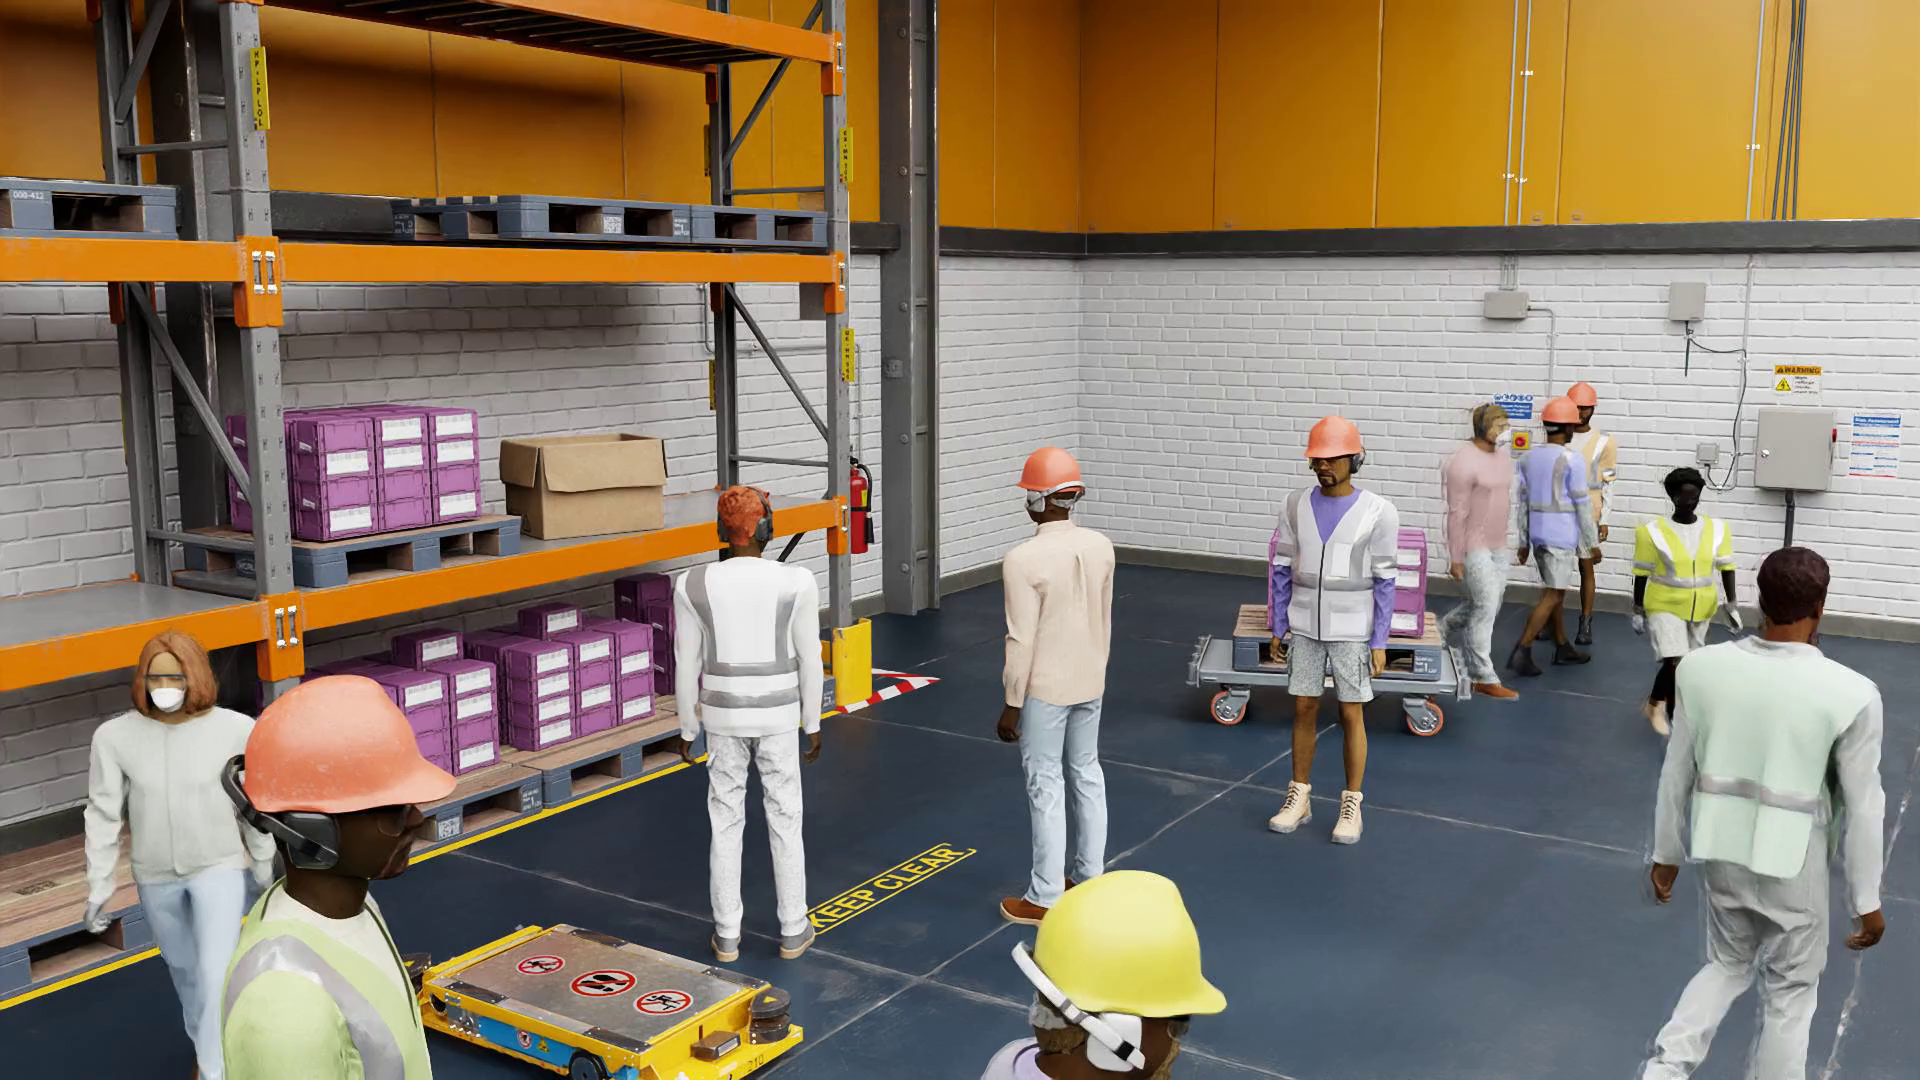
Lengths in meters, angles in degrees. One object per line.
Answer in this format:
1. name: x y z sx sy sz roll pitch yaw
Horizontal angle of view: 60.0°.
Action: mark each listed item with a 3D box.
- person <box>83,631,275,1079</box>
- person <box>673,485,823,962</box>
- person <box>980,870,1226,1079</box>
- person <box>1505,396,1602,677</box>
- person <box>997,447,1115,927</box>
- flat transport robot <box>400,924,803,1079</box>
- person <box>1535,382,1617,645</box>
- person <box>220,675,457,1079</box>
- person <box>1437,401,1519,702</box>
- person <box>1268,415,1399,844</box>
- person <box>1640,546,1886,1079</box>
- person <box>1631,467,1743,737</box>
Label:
1. person: -2.446 1.065 5.249 0.508 1.590 0.843 -2 9 -11
2. person: -0.821 0.722 6.533 0.572 1.885 0.358 0 9 -2
3. person: 0.210 1.377 2.467 0.403 1.826 0.586 -2 9 -13
4. person: 4.051 -0.027 11.345 0.855 1.906 0.548 -3 9 -20
5. person: 0.386 0.610 6.899 0.613 1.995 0.390 -8 12 -42
6. flat transport robot: -1.317 1.631 5.844 1.431 0.197 0.652 6 10 32
7. person: 4.547 -0.196 12.315 0.545 1.942 0.350 6 10 32
8. person: -0.990 1.224 2.754 0.376 2.044 0.607 -3 9 -17
9. person: 3.315 0.050 10.798 0.639 1.919 0.771 -8 12 -42
10. person: 1.766 0.424 7.953 0.607 2.044 0.375 6 10 32
11. person: 2.344 0.966 4.911 0.541 1.897 0.623 -6 11 -36
12. person: 4.080 0.389 9.464 0.534 1.650 0.894 0 9 -3
